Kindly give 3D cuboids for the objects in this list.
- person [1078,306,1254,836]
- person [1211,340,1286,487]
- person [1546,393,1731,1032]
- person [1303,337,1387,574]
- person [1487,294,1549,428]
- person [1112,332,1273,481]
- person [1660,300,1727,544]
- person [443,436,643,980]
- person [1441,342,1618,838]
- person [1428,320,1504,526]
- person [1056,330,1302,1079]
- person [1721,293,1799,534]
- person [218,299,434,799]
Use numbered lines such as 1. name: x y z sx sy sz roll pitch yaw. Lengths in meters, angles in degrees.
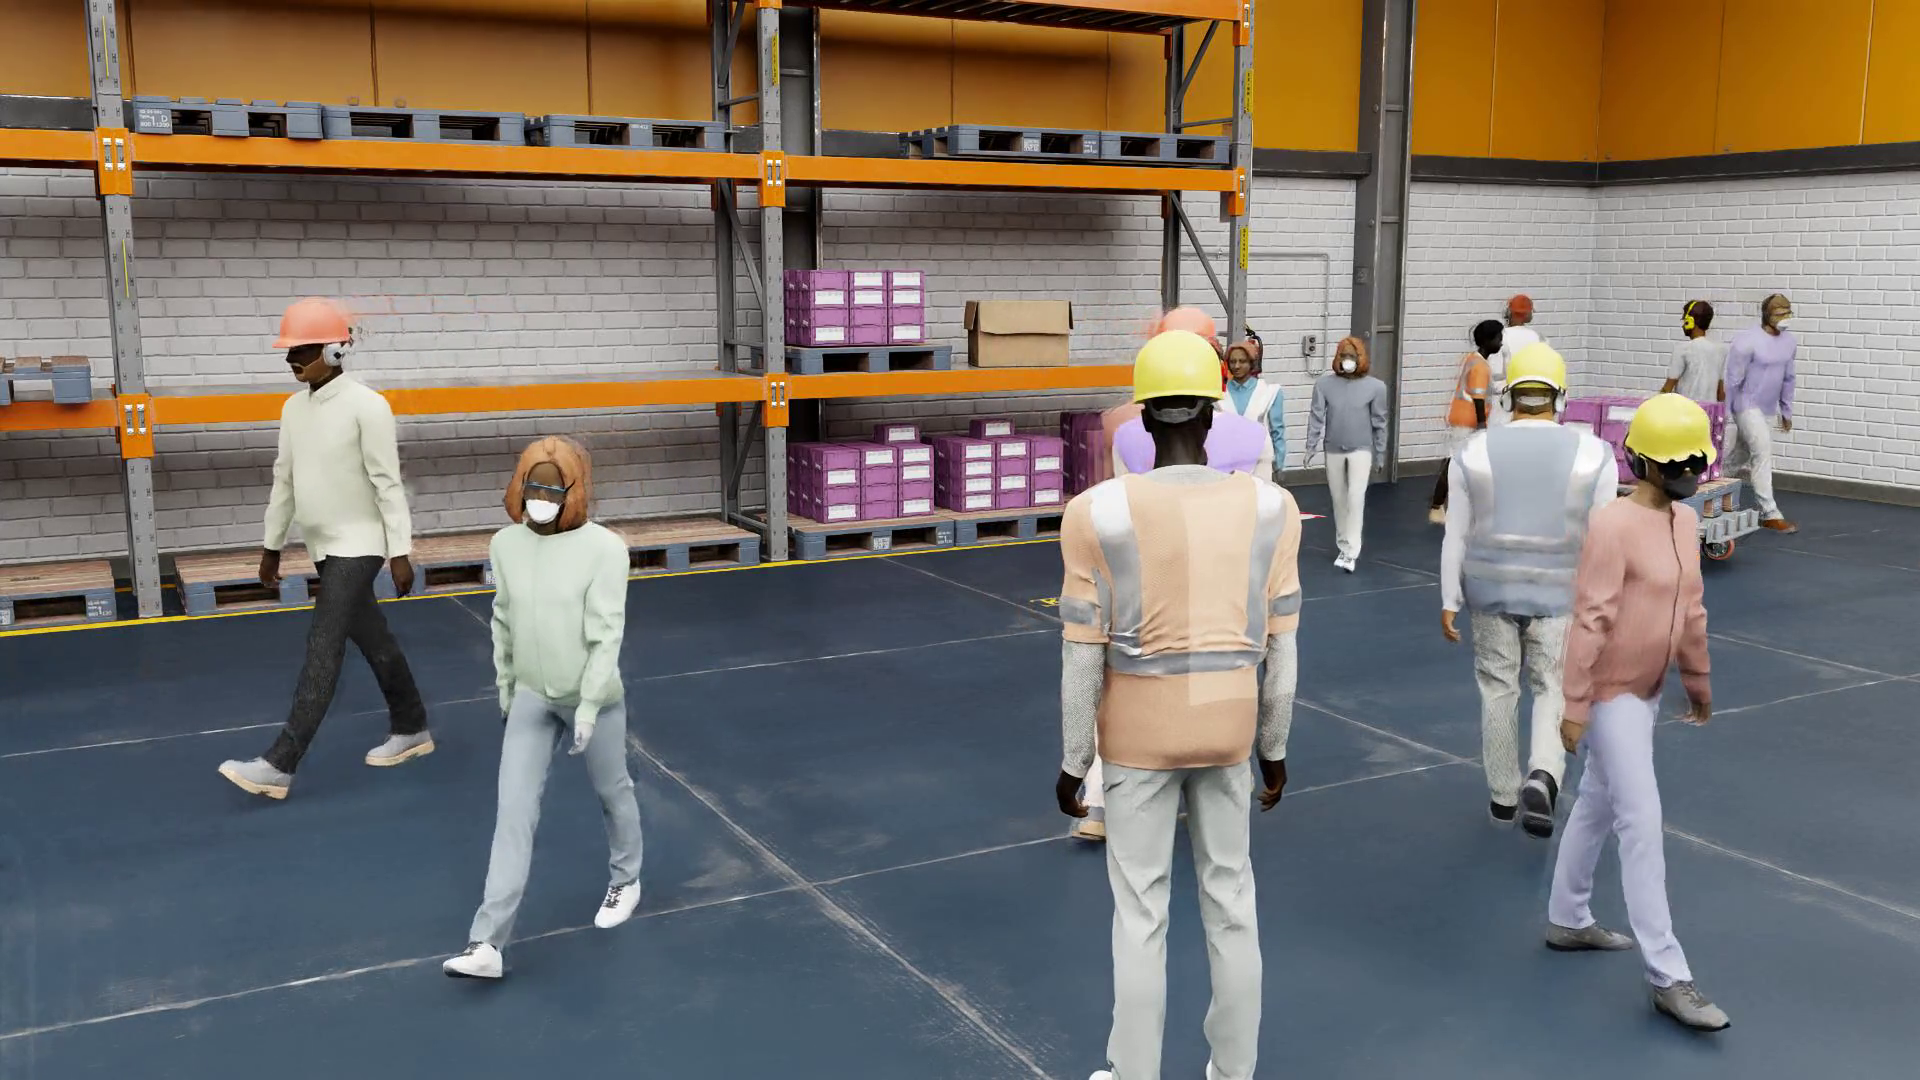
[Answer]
1. person: 0.756 0.115 6.130 0.627 1.938 1.038 6 11 34
2. person: 1.726 -0.418 10.291 0.550 1.618 0.539 3 10 16
3. person: 1.981 0.452 4.679 0.731 1.723 0.598 9 13 44
4. person: 2.603 -0.566 11.284 0.510 1.597 0.823 5 10 26
5. person: 4.693 -1.135 14.005 0.616 1.847 0.503 -2 10 -13
6. person: 0.820 0.189 5.926 0.568 1.840 0.374 1 9 7
7. person: 5.481 -0.895 12.605 0.541 1.819 0.962 -5 11 -28
8. person: -1.201 0.481 4.936 0.505 1.575 0.914 3 10 18
9. person: 2.036 0.200 5.970 0.606 1.809 0.590 3 10 19
10. person: 4.127 -0.917 13.227 0.780 1.648 0.544 3 10 17
11. person: 0.511 0.466 3.988 0.591 1.923 0.381 -2 10 -11
12. person: 6.330 -1.031 13.310 0.660 1.885 1.021 -5 11 -28
13. person: -2.553 0.024 6.619 0.656 1.935 1.030 7 12 38
